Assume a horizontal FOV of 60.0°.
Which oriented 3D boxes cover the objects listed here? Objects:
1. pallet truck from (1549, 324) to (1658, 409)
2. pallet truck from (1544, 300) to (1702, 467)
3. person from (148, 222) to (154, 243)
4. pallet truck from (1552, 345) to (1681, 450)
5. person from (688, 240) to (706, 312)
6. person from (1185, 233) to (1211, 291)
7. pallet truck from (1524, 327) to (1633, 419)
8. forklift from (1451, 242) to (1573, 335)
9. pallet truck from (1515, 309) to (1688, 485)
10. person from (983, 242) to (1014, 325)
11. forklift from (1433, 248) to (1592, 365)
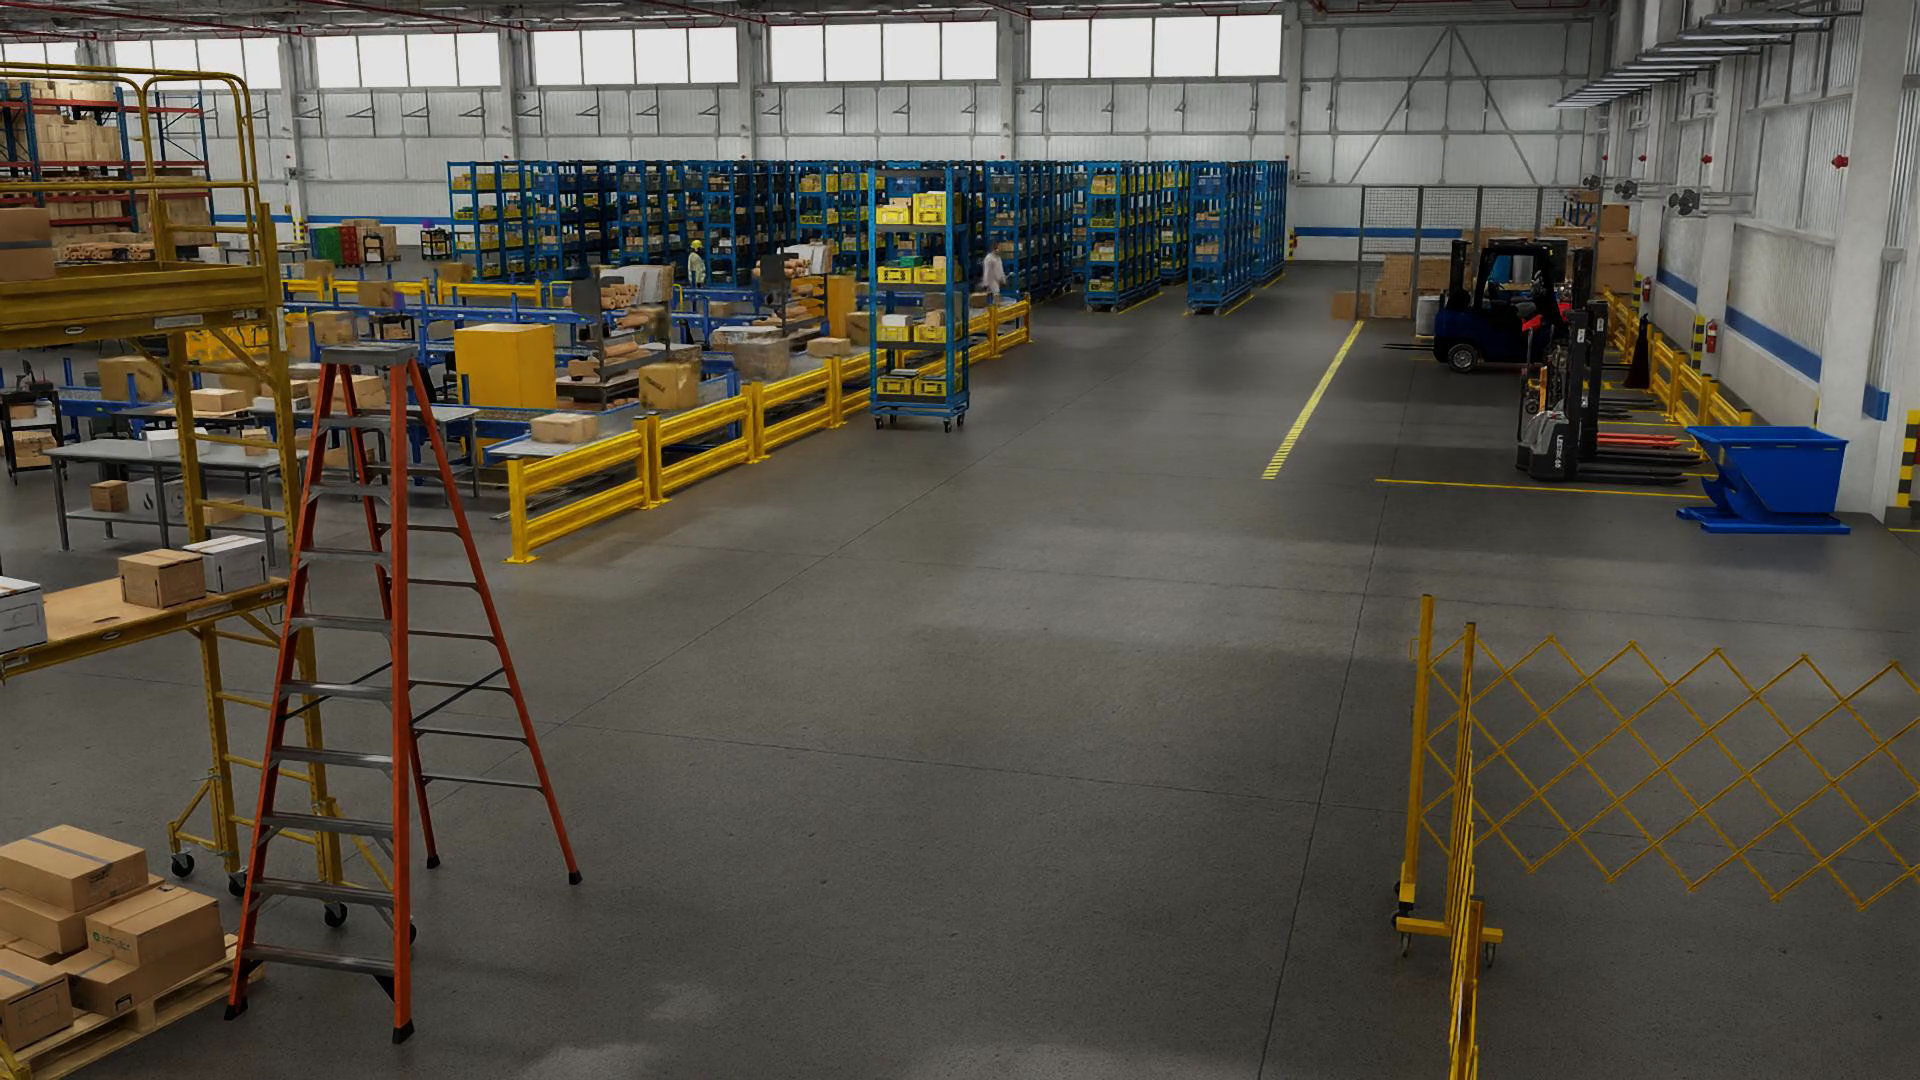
[{"bbox_3d":[9.824,-2.669,25.407,1.601,1.201,0.680,4,14,16],"label":"pallet truck"},{"bbox_3d":[8.263,-1.952,20.631,1.885,1.965,0.823,5,14,20],"label":"pallet truck"},{"bbox_3d":[-22.633,-7.945,46.666,0.781,1.927,0.666,-5,14,-20],"label":"person"},{"bbox_3d":[8.641,-1.896,21.908,1.630,1.274,0.653,4,14,16],"label":"pallet truck"},{"bbox_3d":[-6.126,-6.066,38.761,0.404,1.833,0.591,-5,14,-19],"label":"person"},{"bbox_3d":[6.792,-7.764,46.178,0.974,1.797,0.568,1,13,6],"label":"person"},{"bbox_3d":[9.065,-2.460,24.370,1.522,1.261,0.704,3,13,14],"label":"pallet truck"},{"bbox_3d":[10.464,-4.597,31.405,2.680,1.987,1.157,4,14,16],"label":"forklift"},{"bbox_3d":[7.554,-1.677,19.446,1.885,1.965,0.823,3,13,14],"label":"pallet truck"},{"bbox_3d":[0.779,-5.807,37.601,0.985,1.860,0.652,5,14,21],"label":"person"},{"bbox_3d":[9.780,-4.111,29.280,2.680,1.987,1.157,3,13,14],"label":"forklift"}]
